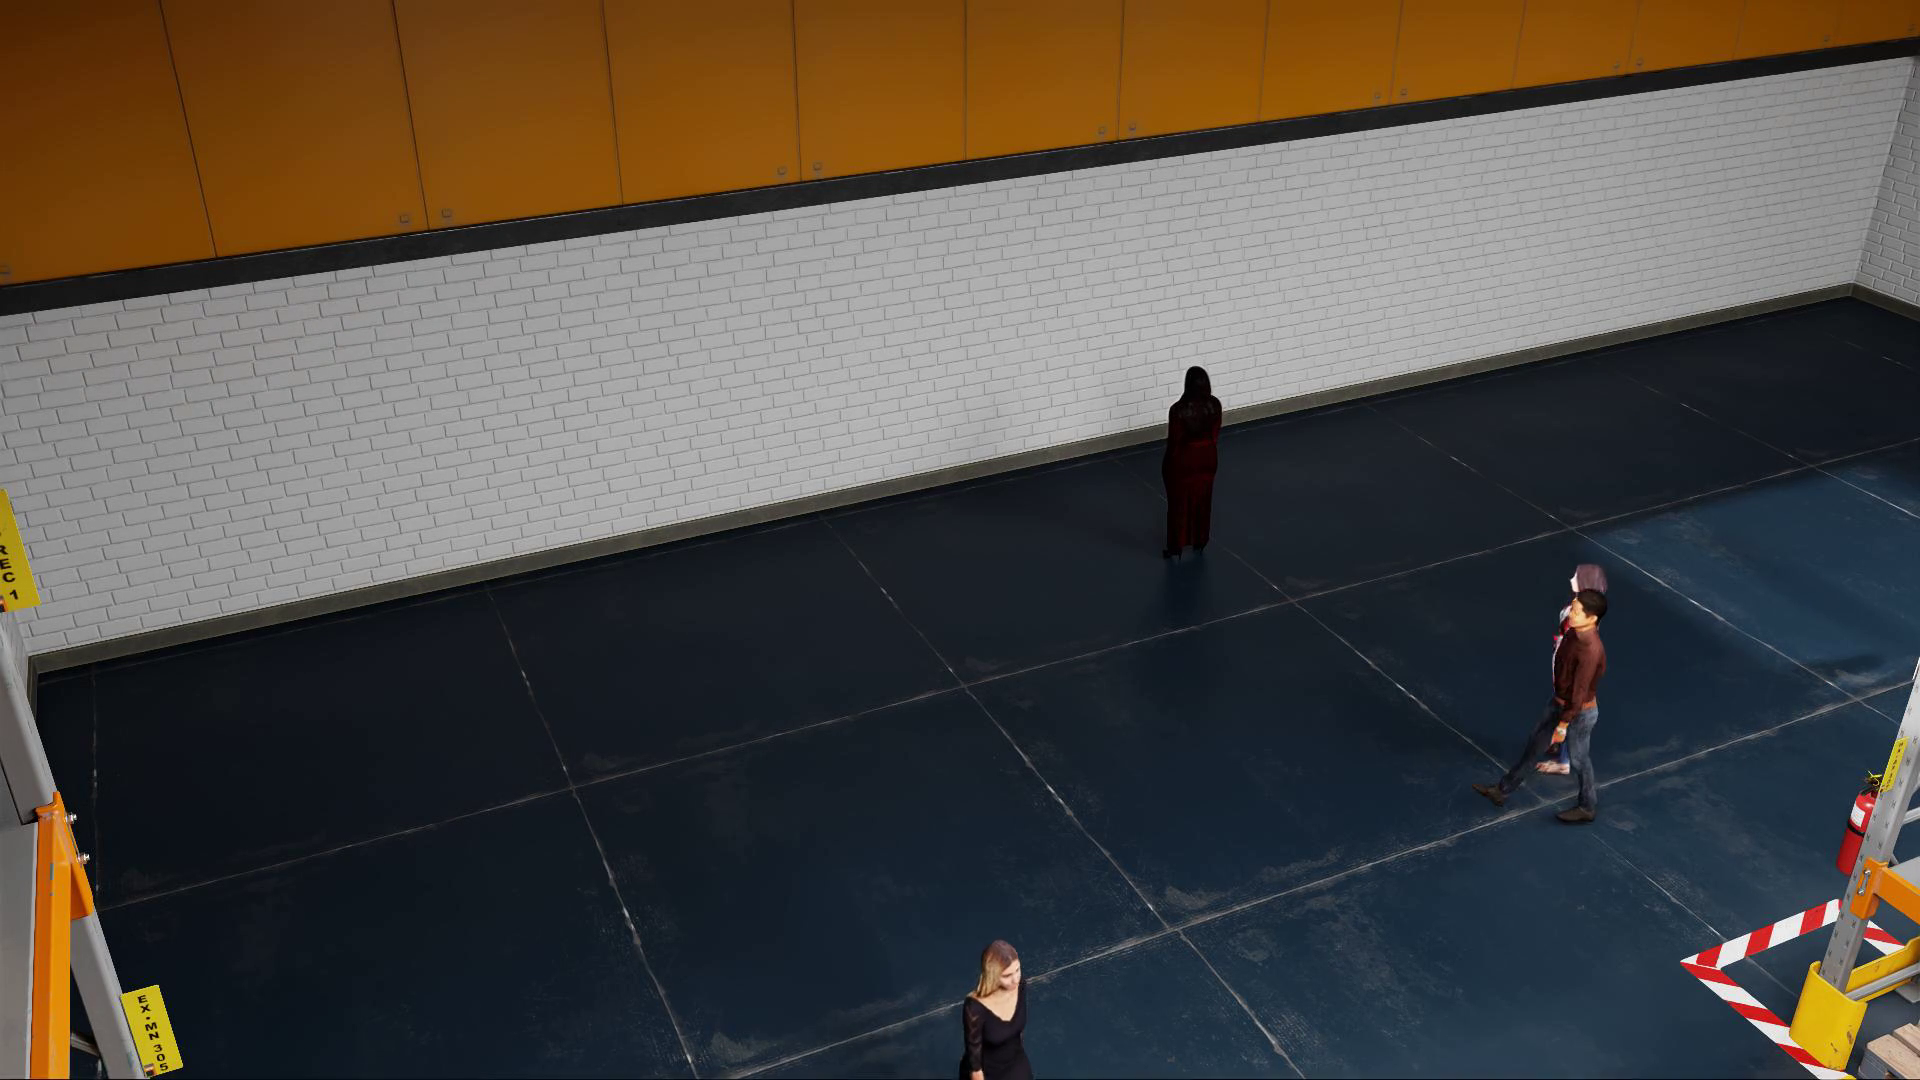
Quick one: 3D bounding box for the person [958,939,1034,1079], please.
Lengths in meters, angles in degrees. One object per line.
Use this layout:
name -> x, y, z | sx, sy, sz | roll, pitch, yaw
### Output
person -> 0.104, 2.606, 8.200 | 0.730, 1.623, 1.141 | -20, 35, -32

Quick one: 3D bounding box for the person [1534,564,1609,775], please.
person -> 4.195, 0.873, 11.388 | 0.716, 1.611, 0.656 | 10, 30, 18

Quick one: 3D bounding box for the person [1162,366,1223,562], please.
person -> 1.956, -0.649, 14.024 | 0.648, 1.759, 0.577 | -13, 31, -23

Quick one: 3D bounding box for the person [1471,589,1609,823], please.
person -> 4.062, 1.120, 10.801 | 1.014, 1.740, 1.099 | 1, 29, 2
